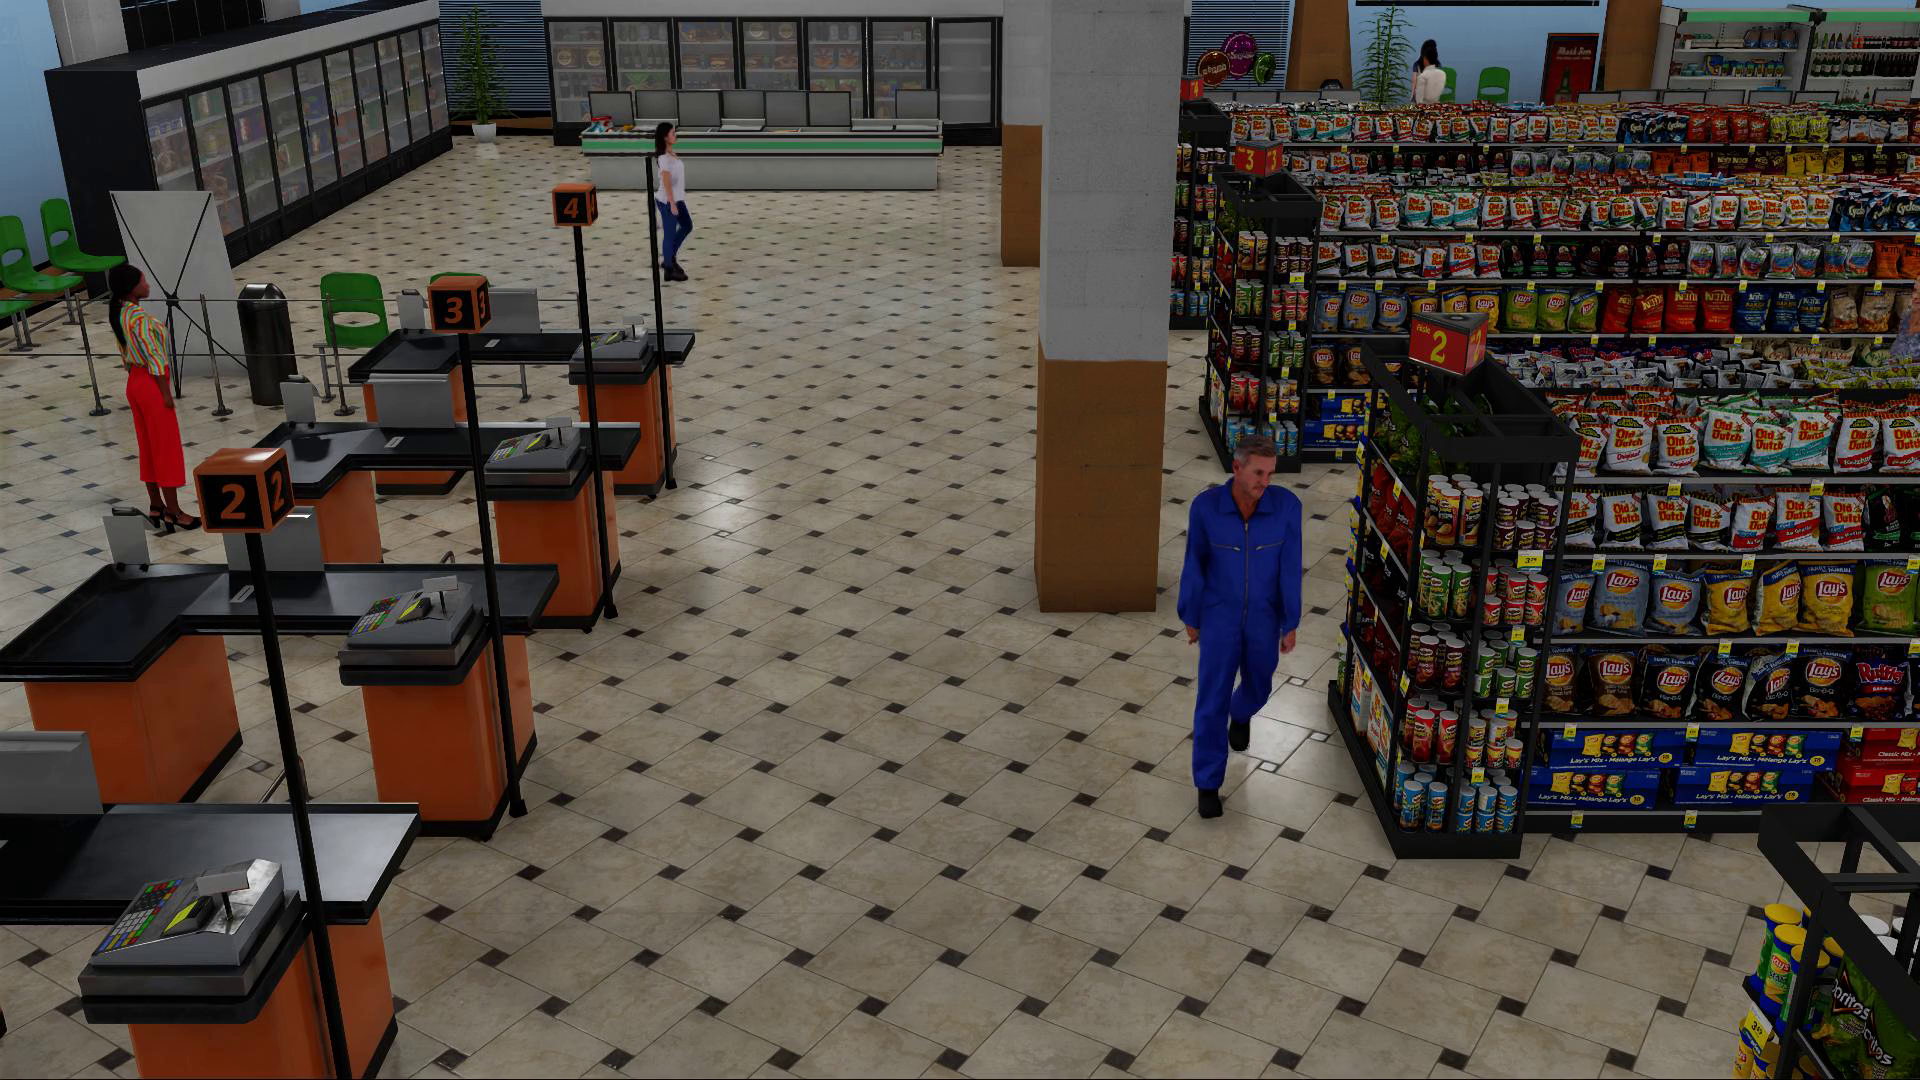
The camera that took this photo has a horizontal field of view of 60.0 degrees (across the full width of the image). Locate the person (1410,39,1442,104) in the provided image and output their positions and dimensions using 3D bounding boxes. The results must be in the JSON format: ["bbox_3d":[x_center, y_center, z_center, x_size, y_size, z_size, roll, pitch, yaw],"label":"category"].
[{"bbox_3d":[7.310,-7.013,26.204,0.460,1.707,0.648,0,22,-1],"label":"person"}]

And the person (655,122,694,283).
[{"bbox_3d":[-3.164,-3.560,17.656,0.568,1.673,0.610,-1,22,-2],"label":"person"}]

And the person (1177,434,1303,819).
[{"bbox_3d":[1.316,0.339,7.794,1.047,1.791,0.777,0,22,1],"label":"person"}]

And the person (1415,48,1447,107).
[{"bbox_3d":[6.752,-6.094,23.818,1.084,1.780,1.008,-11,24,-25],"label":"person"}]

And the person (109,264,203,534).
[{"bbox_3d":[-5.327,-0.927,10.941,0.657,1.794,0.742,16,27,35],"label":"person"}]
